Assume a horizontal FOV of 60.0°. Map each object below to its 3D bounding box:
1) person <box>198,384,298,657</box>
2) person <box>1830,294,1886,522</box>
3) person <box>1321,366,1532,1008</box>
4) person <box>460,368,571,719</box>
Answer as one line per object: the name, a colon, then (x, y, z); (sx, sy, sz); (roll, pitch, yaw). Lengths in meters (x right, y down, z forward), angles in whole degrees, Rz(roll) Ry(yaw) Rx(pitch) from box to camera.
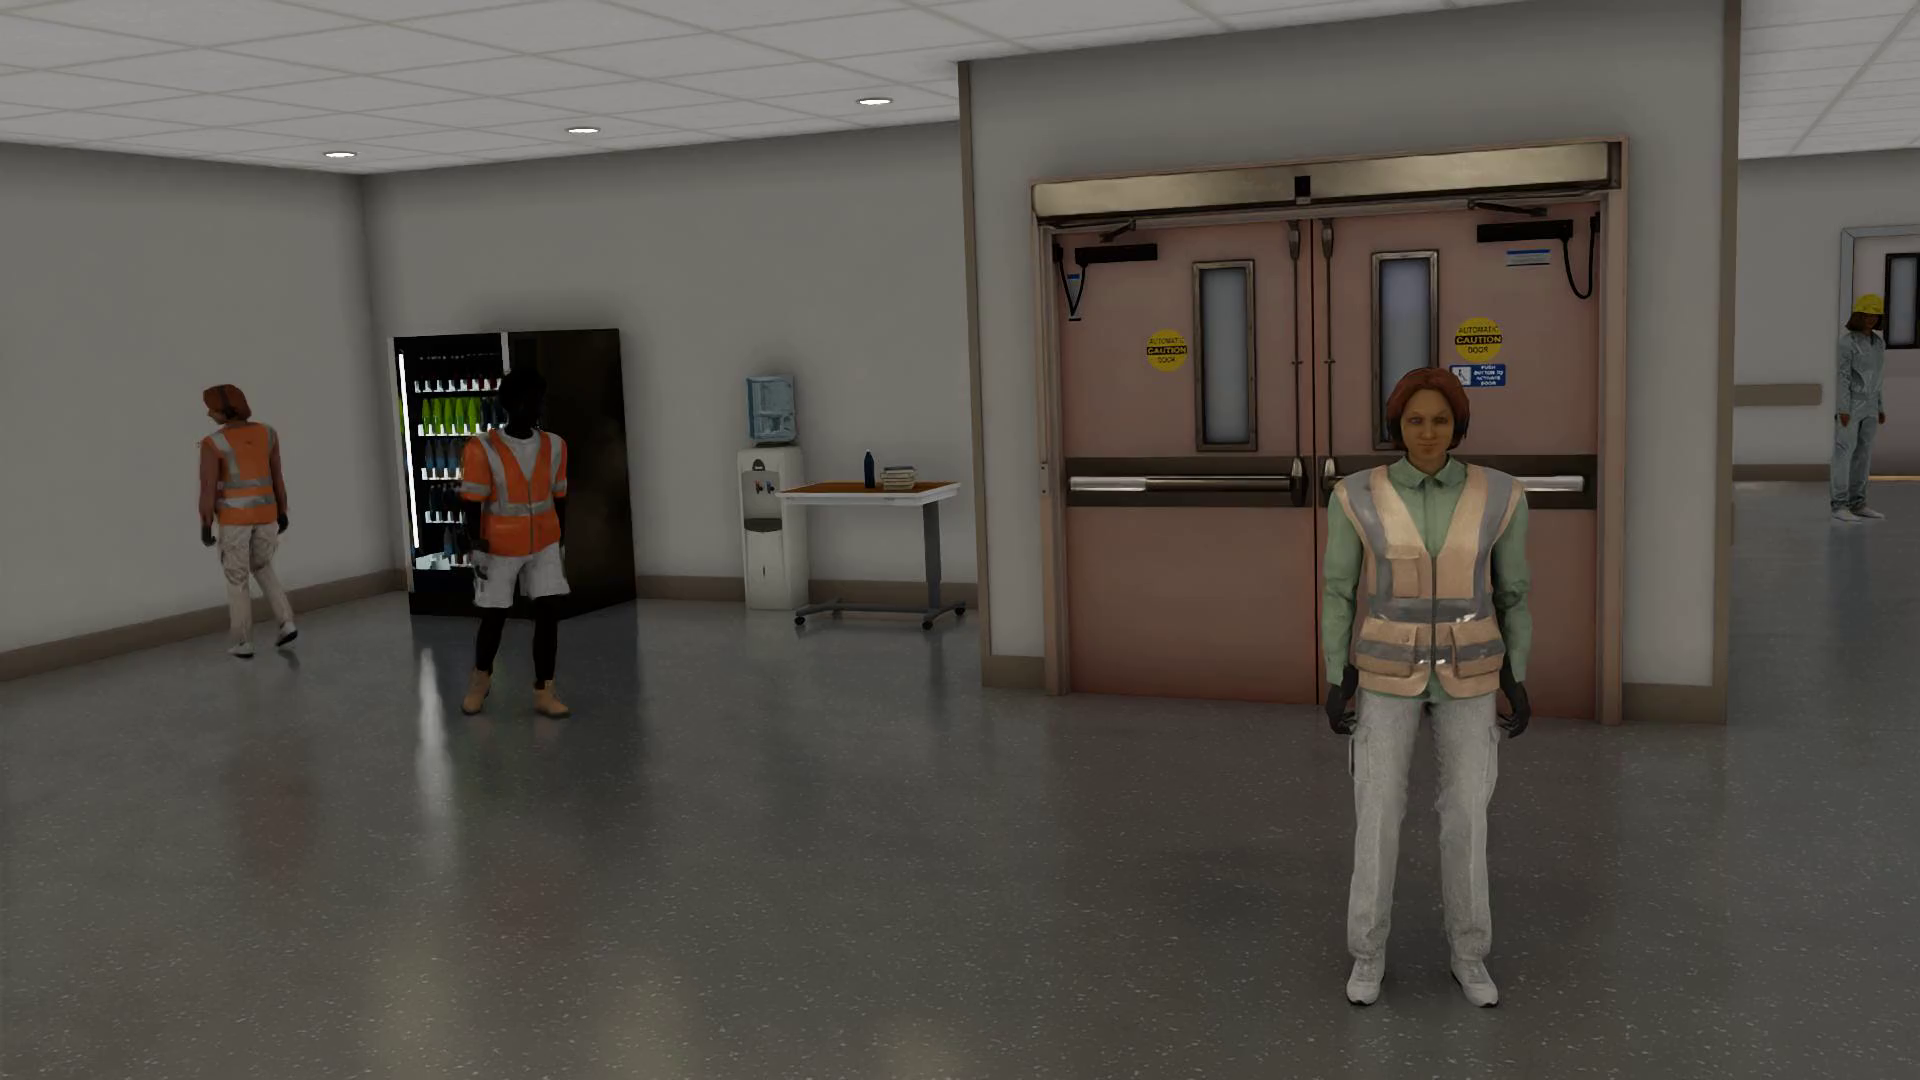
person: (-4.192, -0.110, 9.747); (0.366, 1.612, 0.544); (2, 9, 31)
person: (6.929, -1.011, 12.762); (0.487, 1.741, 0.313); (-6, 8, -26)
person: (1.189, 0.378, 4.243); (0.523, 1.636, 0.310); (-1, 7, 9)
person: (-2.142, 0.016, 7.929); (0.547, 1.668, 0.596); (-8, 9, -38)
